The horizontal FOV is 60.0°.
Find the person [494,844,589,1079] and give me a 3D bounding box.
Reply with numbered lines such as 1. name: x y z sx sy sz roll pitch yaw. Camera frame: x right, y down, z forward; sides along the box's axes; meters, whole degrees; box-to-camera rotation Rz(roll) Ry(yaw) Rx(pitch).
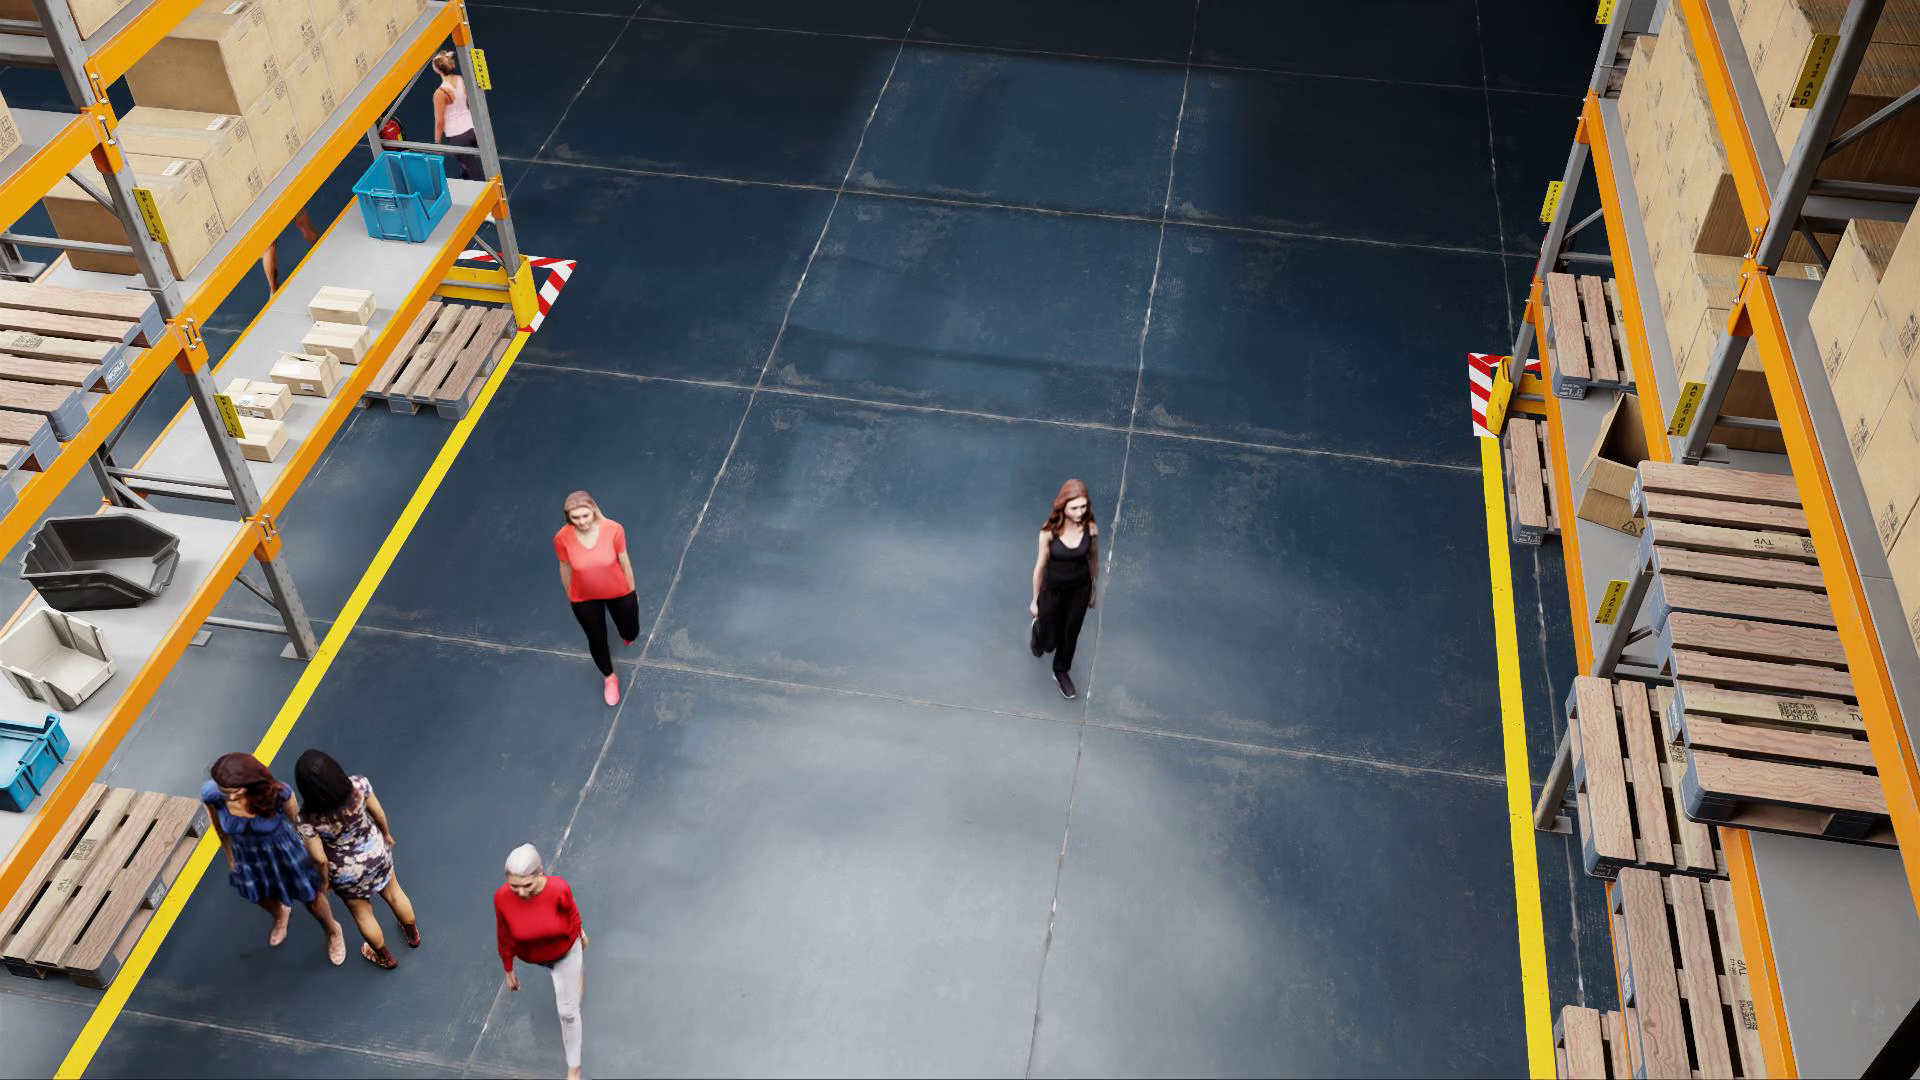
1. person: -2.137 2.062 8.673 0.765 1.643 1.203 -3 44 -3

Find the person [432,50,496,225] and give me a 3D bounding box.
1. person: -4.266 -3.486 14.521 0.860 1.608 1.014 21 48 21

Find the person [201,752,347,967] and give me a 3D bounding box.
1. person: -3.695 1.706 8.935 0.805 1.796 0.743 -3 44 -3

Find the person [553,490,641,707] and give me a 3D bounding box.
1. person: -2.269 0.289 10.507 0.774 1.679 0.933 -8 44 -9

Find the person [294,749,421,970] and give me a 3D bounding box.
1. person: -3.248 1.725 8.958 0.738 1.737 0.632 32 52 29

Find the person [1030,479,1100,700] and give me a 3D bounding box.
1. person: 0.625 0.247 10.509 0.785 1.737 0.894 -12 45 -12
